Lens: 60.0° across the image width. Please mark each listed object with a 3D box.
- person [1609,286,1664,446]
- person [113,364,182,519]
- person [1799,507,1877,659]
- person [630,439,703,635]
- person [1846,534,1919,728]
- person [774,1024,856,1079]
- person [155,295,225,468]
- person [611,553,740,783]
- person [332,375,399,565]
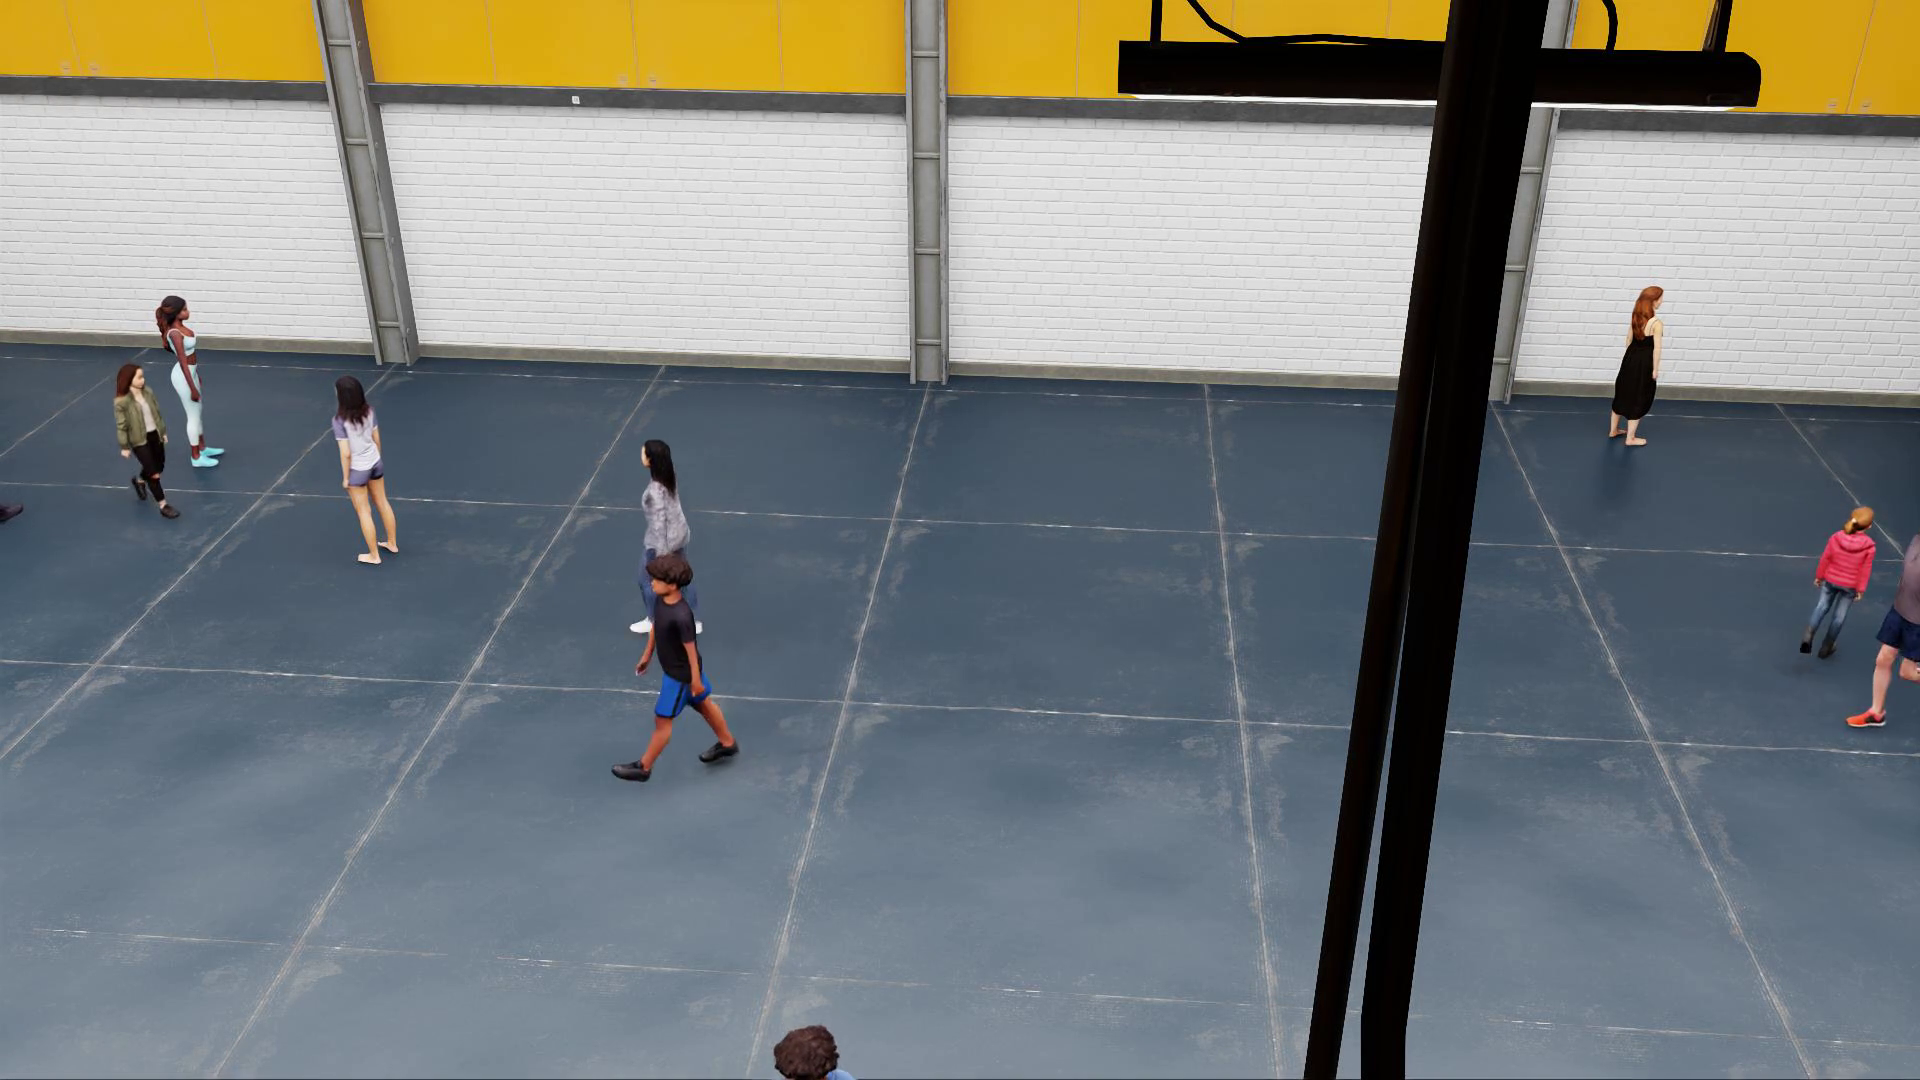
[{"bbox_3d":[6.712,-1.735,16.460,0.701,1.626,0.669,-12,31,-21],"label":"person"},{"bbox_3d":[-7.464,-0.919,15.142,1.001,1.455,0.818,16,32,26],"label":"person"},{"bbox_3d":[6.834,0.366,12.944,0.789,1.304,0.743,-25,37,-38],"label":"person"},{"bbox_3d":[-2.237,0.017,13.157,0.839,1.712,0.711,7,29,12],"label":"person"},{"bbox_3d":[6.985,0.563,12.031,1.066,1.833,0.799,-5,29,-8],"label":"person"},{"bbox_3d":[-0.711,2.901,7.779,0.870,1.800,0.935,-16,33,-27],"label":"person"},{"bbox_3d":[-7.430,-1.534,15.989,0.654,1.723,0.643,-10,30,-17],"label":"person"},{"bbox_3d":[-1.859,0.876,11.556,1.225,1.738,0.949,-11,31,-20],"label":"person"},{"bbox_3d":[-5.130,-0.617,14.296,0.642,1.734,0.654,15,32,25],"label":"person"}]
